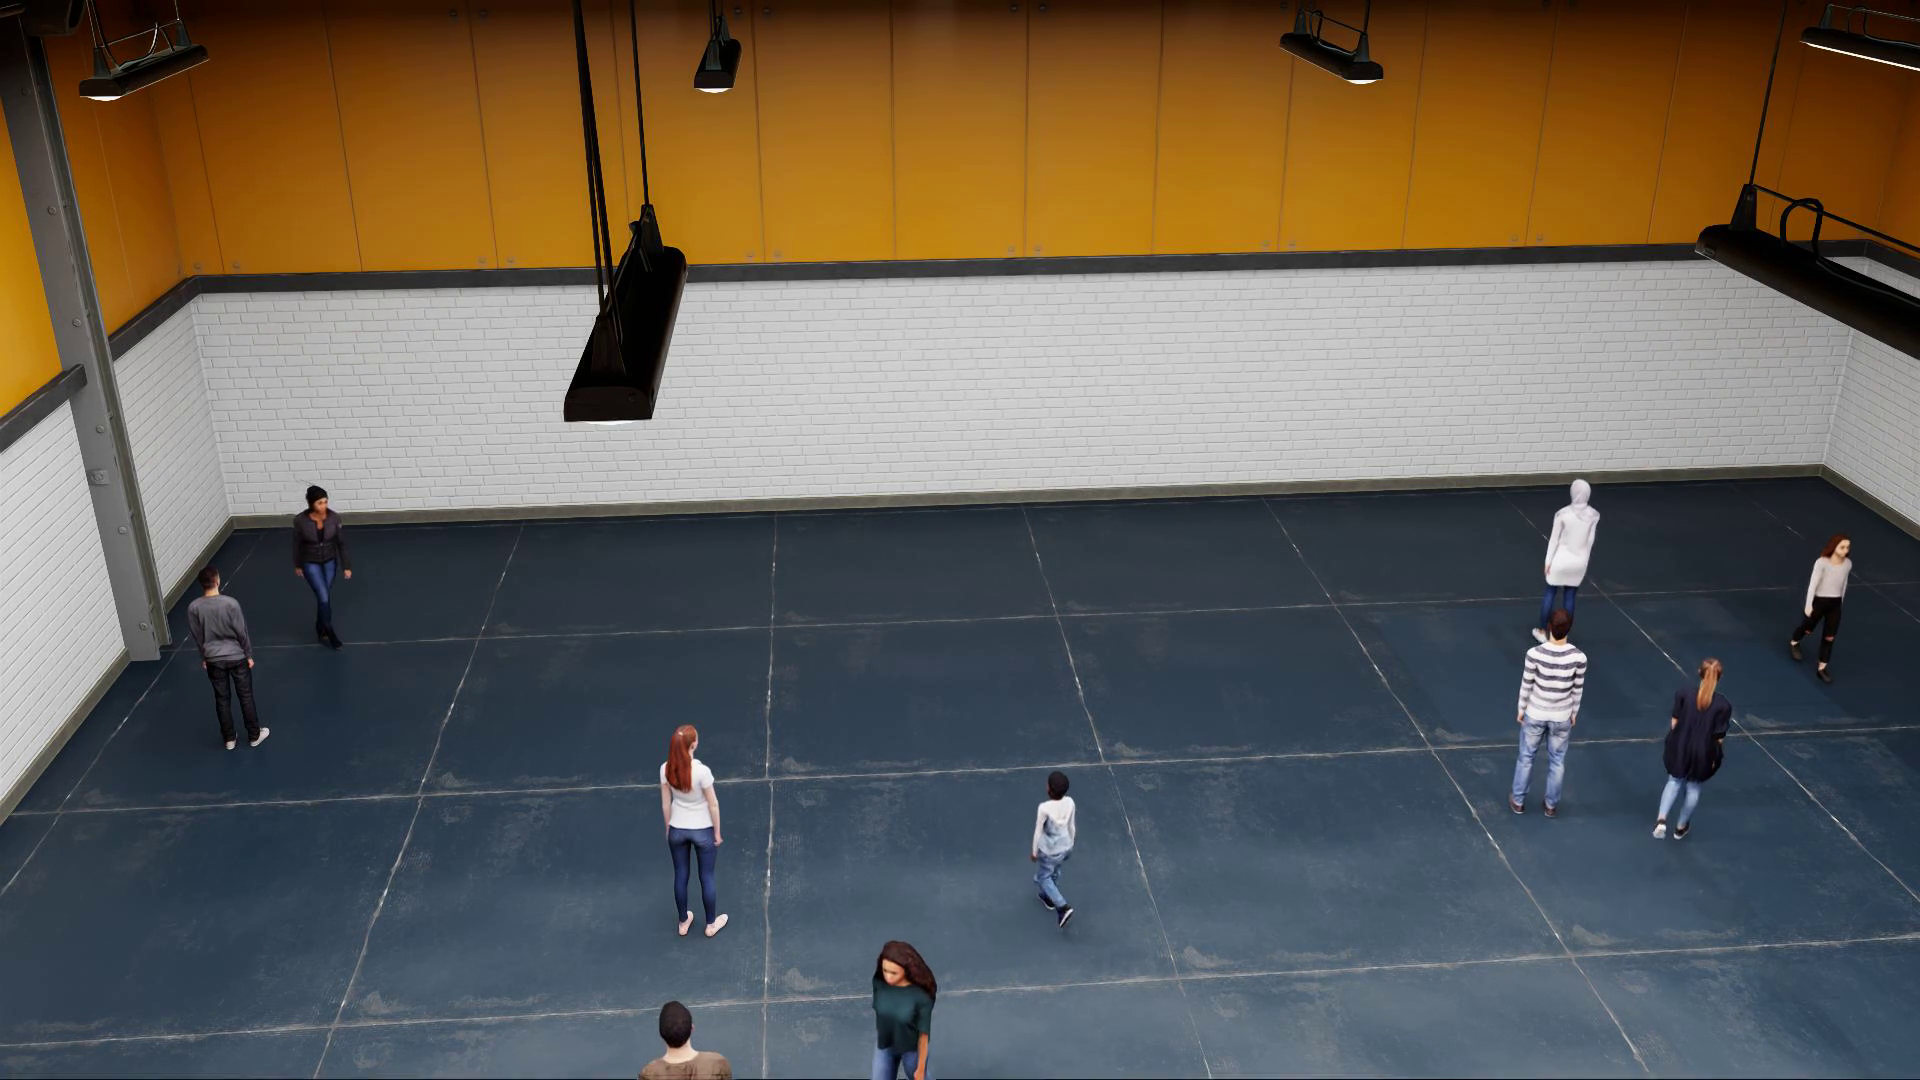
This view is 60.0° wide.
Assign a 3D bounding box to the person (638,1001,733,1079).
[{"bbox_3d":[-1.468,3.457,9.223,0.700,1.827,1.158,-3,24,-7],"label":"person"}]

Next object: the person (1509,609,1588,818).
[{"bbox_3d":[4.890,1.439,13.813,0.698,1.847,0.661,7,24,15],"label":"person"}]

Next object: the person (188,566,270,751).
[{"bbox_3d":[-6.542,1.044,14.825,0.630,1.761,0.557,-4,24,-9],"label":"person"}]

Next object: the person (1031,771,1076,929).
[{"bbox_3d":[0.722,2.330,12.525,0.690,1.246,0.835,-14,27,-29],"label":"person"}]

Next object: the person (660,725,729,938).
[{"bbox_3d":[-1.993,2.155,12.312,0.630,1.738,0.608,4,24,9],"label":"person"}]

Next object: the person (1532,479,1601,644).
[{"bbox_3d":[6.104,0.247,16.628,0.647,1.776,0.605,1,24,3],"label":"person"}]

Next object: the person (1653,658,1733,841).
[{"bbox_3d":[5.868,1.738,13.349,0.906,1.671,0.971,18,29,35],"label":"person"}]

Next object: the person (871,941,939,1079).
[{"bbox_3d":[-0.303,3.117,10.328,0.971,1.564,1.206,11,26,24],"label":"person"}]

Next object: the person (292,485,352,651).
[{"bbox_3d":[-6.474,0.250,16.712,0.890,1.704,1.007,-12,26,-26],"label":"person"}]

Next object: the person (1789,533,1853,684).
[{"bbox_3d":[8.388,0.600,16.221,0.575,1.456,0.965,-1,24,-2],"label":"person"}]
